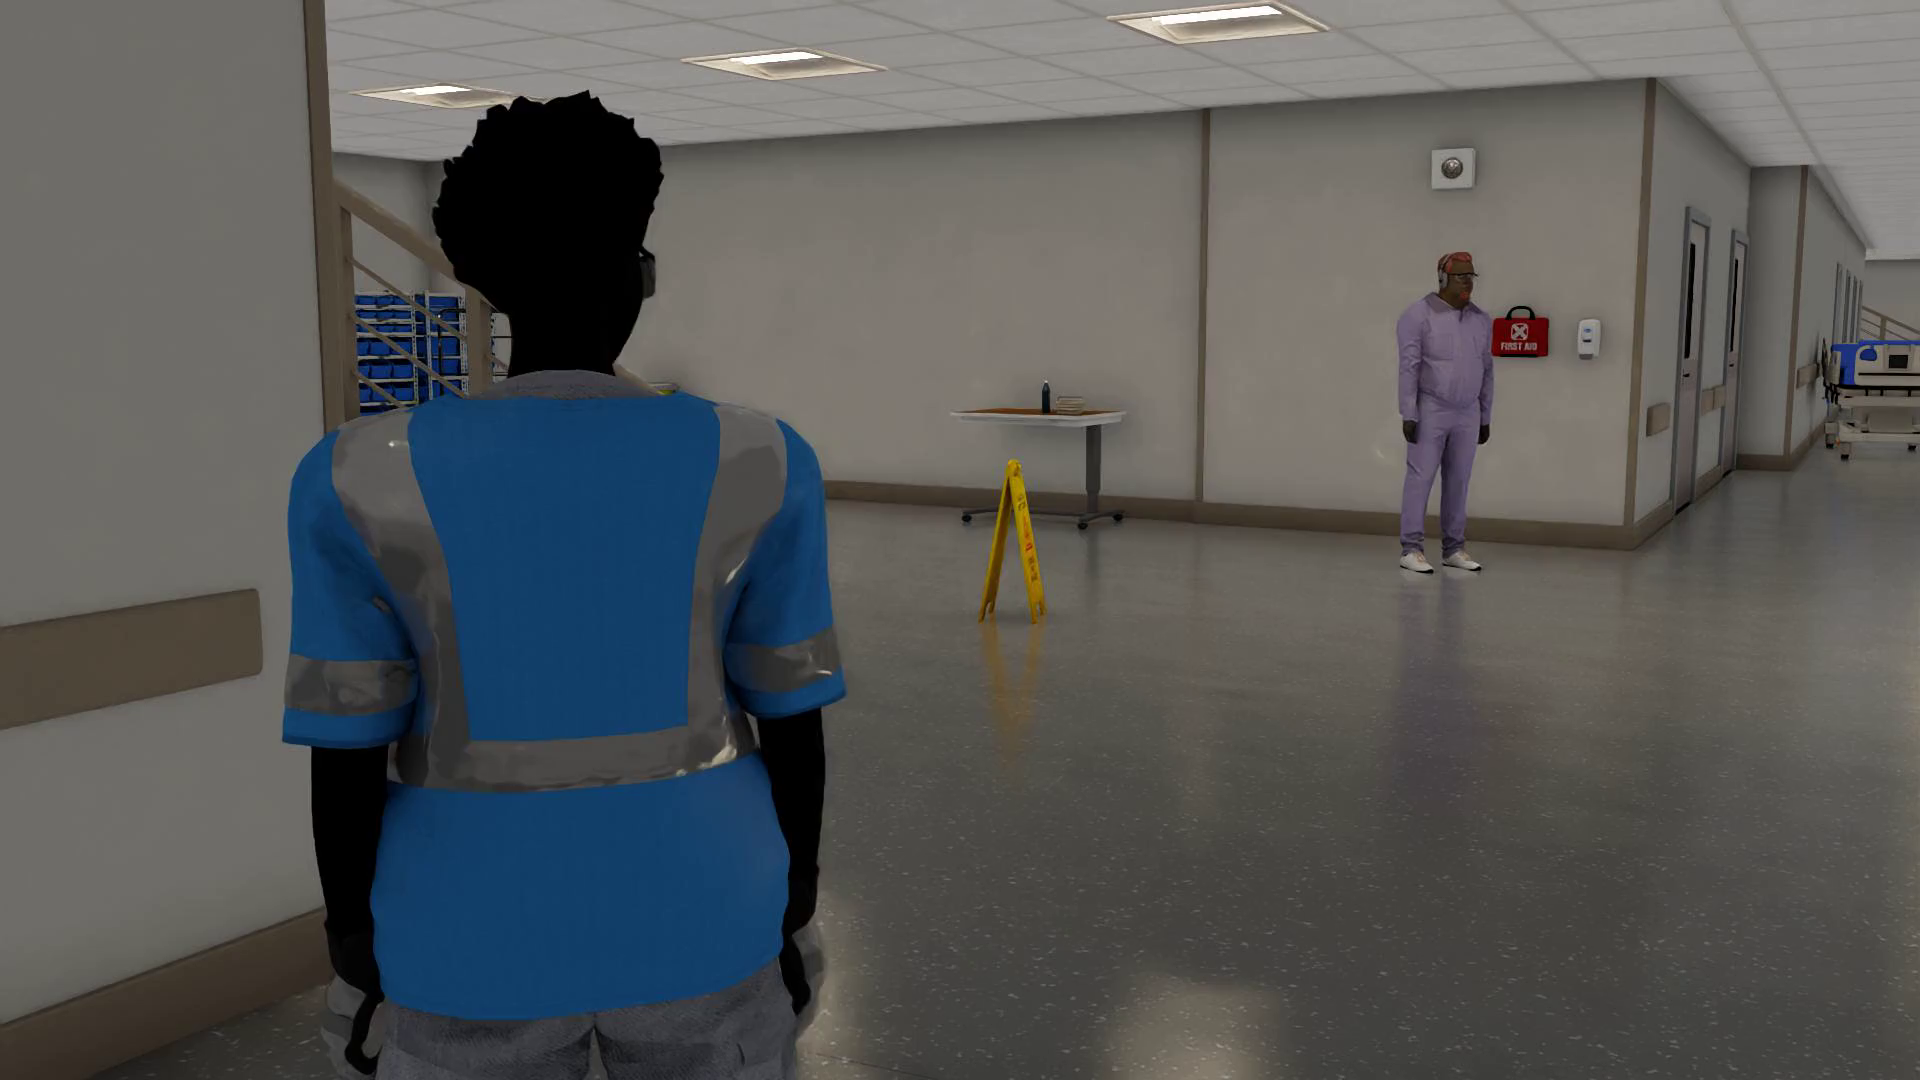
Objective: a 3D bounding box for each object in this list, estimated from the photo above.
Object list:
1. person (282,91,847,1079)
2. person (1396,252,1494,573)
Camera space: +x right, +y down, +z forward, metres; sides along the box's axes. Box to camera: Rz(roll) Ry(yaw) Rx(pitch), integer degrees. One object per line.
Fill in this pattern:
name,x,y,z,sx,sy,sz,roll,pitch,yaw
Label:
person,-0.379,0.413,1.678,0.538,1.698,0.320,-2,8,-17
person,2.904,-0.751,9.899,0.646,1.901,0.401,-3,8,-19
